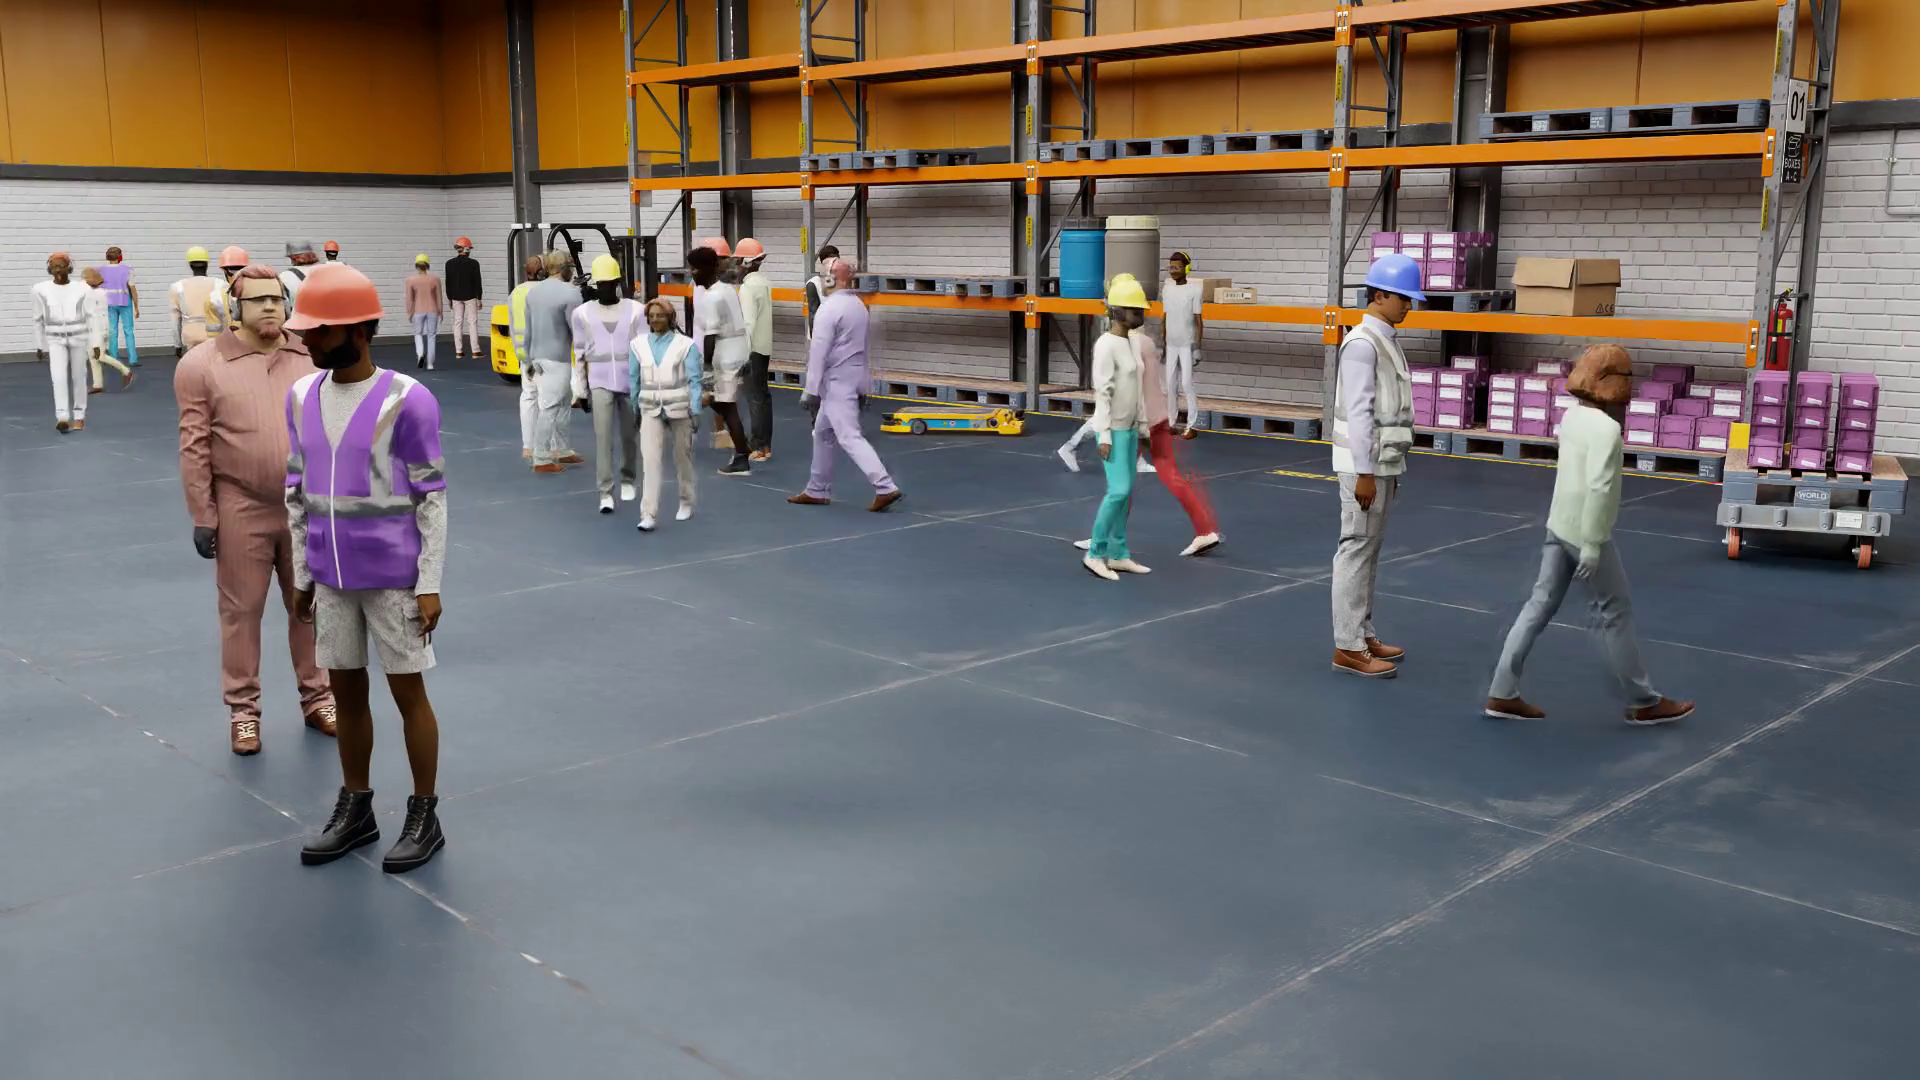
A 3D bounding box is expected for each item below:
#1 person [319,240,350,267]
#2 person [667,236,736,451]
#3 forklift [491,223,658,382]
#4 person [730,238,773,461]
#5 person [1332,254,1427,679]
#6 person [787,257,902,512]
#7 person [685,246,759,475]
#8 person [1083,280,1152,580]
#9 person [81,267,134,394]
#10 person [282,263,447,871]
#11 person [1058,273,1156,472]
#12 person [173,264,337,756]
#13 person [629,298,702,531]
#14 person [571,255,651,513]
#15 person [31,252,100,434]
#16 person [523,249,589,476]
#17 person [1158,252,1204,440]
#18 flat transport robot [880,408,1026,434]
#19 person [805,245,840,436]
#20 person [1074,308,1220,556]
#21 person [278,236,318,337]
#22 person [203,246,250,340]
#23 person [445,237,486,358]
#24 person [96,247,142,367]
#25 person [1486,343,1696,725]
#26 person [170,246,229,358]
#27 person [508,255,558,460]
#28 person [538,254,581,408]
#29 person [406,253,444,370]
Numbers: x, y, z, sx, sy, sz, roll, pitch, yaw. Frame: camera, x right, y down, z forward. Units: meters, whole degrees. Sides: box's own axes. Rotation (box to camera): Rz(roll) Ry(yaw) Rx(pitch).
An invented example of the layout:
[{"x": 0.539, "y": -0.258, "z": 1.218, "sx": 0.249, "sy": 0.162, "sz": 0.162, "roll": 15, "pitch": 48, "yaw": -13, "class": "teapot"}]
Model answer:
[{"x": -10.074, "y": -3.846, "z": 26.796, "sx": 0.551, "sy": 1.935, "sz": 0.371, "roll": -10, "pitch": 14, "yaw": -43, "class": "person"}, {"x": -2.379, "y": -1.802, "z": 15.457, "sx": 0.722, "sy": 2.021, "sz": 0.611, "roll": -4, "pitch": 11, "yaw": -20, "class": "person"}, {"x": -5.316, "y": -3.263, "z": 22.920, "sx": 2.313, "sy": 2.155, "sz": 1.214, "roll": -10, "pitch": 14, "yaw": -44, "class": "forklift"}, {"x": -1.865, "y": -1.705, "z": 14.966, "sx": 0.375, "sy": 1.995, "sz": 0.611, "roll": 1, "pitch": 10, "yaw": 7, "class": "person"}, {"x": 1.922, "y": -0.346, "z": 7.712, "sx": 0.402, "sy": 1.937, "sz": 0.604, "roll": 4, "pitch": 11, "yaw": 23, "class": "person"}, {"x": -0.846, "y": -1.142, "z": 12.251, "sx": 0.953, "sy": 1.868, "sz": 0.638, "roll": 3, "pitch": 11, "yaw": 17, "class": "person"}, {"x": -2.010, "y": -1.495, "z": 14.022, "sx": 0.564, "sy": 1.925, "sz": 0.646, "roll": 2, "pitch": 11, "yaw": 10, "class": "person"}, {"x": 0.956, "y": -0.650, "z": 9.855, "sx": 0.319, "sy": 1.769, "sz": 0.538, "roll": 5, "pitch": 12, "yaw": 27, "class": "person"}, {"x": -10.986, "y": -2.677, "z": 21.299, "sx": 0.513, "sy": 1.615, "sz": 0.543, "roll": 9, "pitch": 14, "yaw": 40, "class": "person"}, {"x": -1.898, "y": 0.101, "z": 5.279, "sx": 0.549, "sy": 1.933, "sz": 0.374, "roll": 3, "pitch": 11, "yaw": 16, "class": "person"}, {"x": 1.273, "y": -1.412, "z": 14.148, "sx": 0.823, "sy": 1.711, "sz": 0.482, "roll": 2, "pitch": 11, "yaw": 10, "class": "person"}, {"x": -2.718, "y": -0.118, "z": 6.585, "sx": 0.648, "sy": 1.908, "sz": 0.407, "roll": -9, "pitch": 14, "yaw": -40, "class": "person"}, {"x": -2.044, "y": -0.878, "z": 11.542, "sx": 0.533, "sy": 1.588, "sz": 0.853, "roll": 1, "pitch": 10, "yaw": 6, "class": "person"}, {"x": -2.576, "y": -1.171, "z": 12.383, "sx": 0.588, "sy": 1.878, "sz": 0.993, "roll": -2, "pitch": 11, "yaw": -12, "class": "person"}, {"x": -9.127, "y": -2.004, "z": 17.012, "sx": 0.610, "sy": 1.835, "sz": 0.955, "roll": -5, "pitch": 11, "yaw": -24, "class": "person"}, {"x": -3.375, "y": -1.512, "z": 14.161, "sx": 0.650, "sy": 1.901, "sz": 0.813, "roll": 10, "pitch": 14, "yaw": 42, "class": "person"}, {"x": 2.190, "y": -1.923, "z": 16.535, "sx": 0.321, "sy": 1.861, "sz": 0.516, "roll": -10, "pitch": 14, "yaw": -42, "class": "person"}, {"x": -0.062, "y": -1.237, "z": 17.121, "sx": 1.431, "sy": 0.197, "sz": 0.652, "roll": 1, "pitch": 10, "yaw": 7, "class": "flat transport robot"}, {"x": -1.333, "y": -2.002, "z": 16.792, "sx": 0.392, "sy": 1.920, "sz": 0.587, "roll": 6, "pitch": 12, "yaw": 28, "class": "person"}, {"x": 1.210, "y": -0.735, "z": 10.495, "sx": 0.922, "sy": 1.704, "sz": 0.553, "roll": 5, "pitch": 12, "yaw": 26, "class": "person"}, {"x": -6.820, "y": -2.191, "z": 17.492, "sx": 0.723, "sy": 2.000, "sz": 0.538, "roll": -7, "pitch": 13, "yaw": -34, "class": "person"}, {"x": -5.777, "y": -1.393, "z": 13.423, "sx": 0.544, "sy": 1.938, "sz": 0.356, "roll": -6, "pitch": 12, "yaw": -31, "class": "person"}, {"x": -8.163, "y": -3.987, "z": 27.432, "sx": 0.612, "sy": 1.987, "sz": 0.400, "roll": 2, "pitch": 11, "yaw": 8, "class": "person"}, {"x": -12.931, "y": -3.573, "z": 25.556, "sx": 0.567, "sy": 1.846, "sz": 0.389, "roll": -2, "pitch": 11, "yaw": -10, "class": "person"}, {"x": 2.603, "y": -0.016, "z": 6.852, "sx": 0.849, "sy": 1.580, "sz": 0.518, "roll": 0, "pitch": 10, "yaw": -1, "class": "person"}, {"x": -7.820, "y": -2.077, "z": 17.224, "sx": 0.605, "sy": 1.904, "sz": 0.583, "roll": -3, "pitch": 11, "yaw": -17, "class": "person"}, {"x": -3.788, "y": -1.644, "z": 15.055, "sx": 0.633, "sy": 1.841, "sz": 0.429, "roll": 8, "pitch": 13, "yaw": 37, "class": "person"}, {"x": -4.785, "y": -2.448, "z": 19.558, "sx": 0.910, "sy": 1.810, "sz": 0.640, "roll": 10, "pitch": 14, "yaw": 44, "class": "person"}, {"x": -8.013, "y": -3.411, "z": 24.935, "sx": 0.530, "sy": 1.755, "sz": 0.401, "roll": -4, "pitch": 11, "yaw": -19, "class": "person"}]
